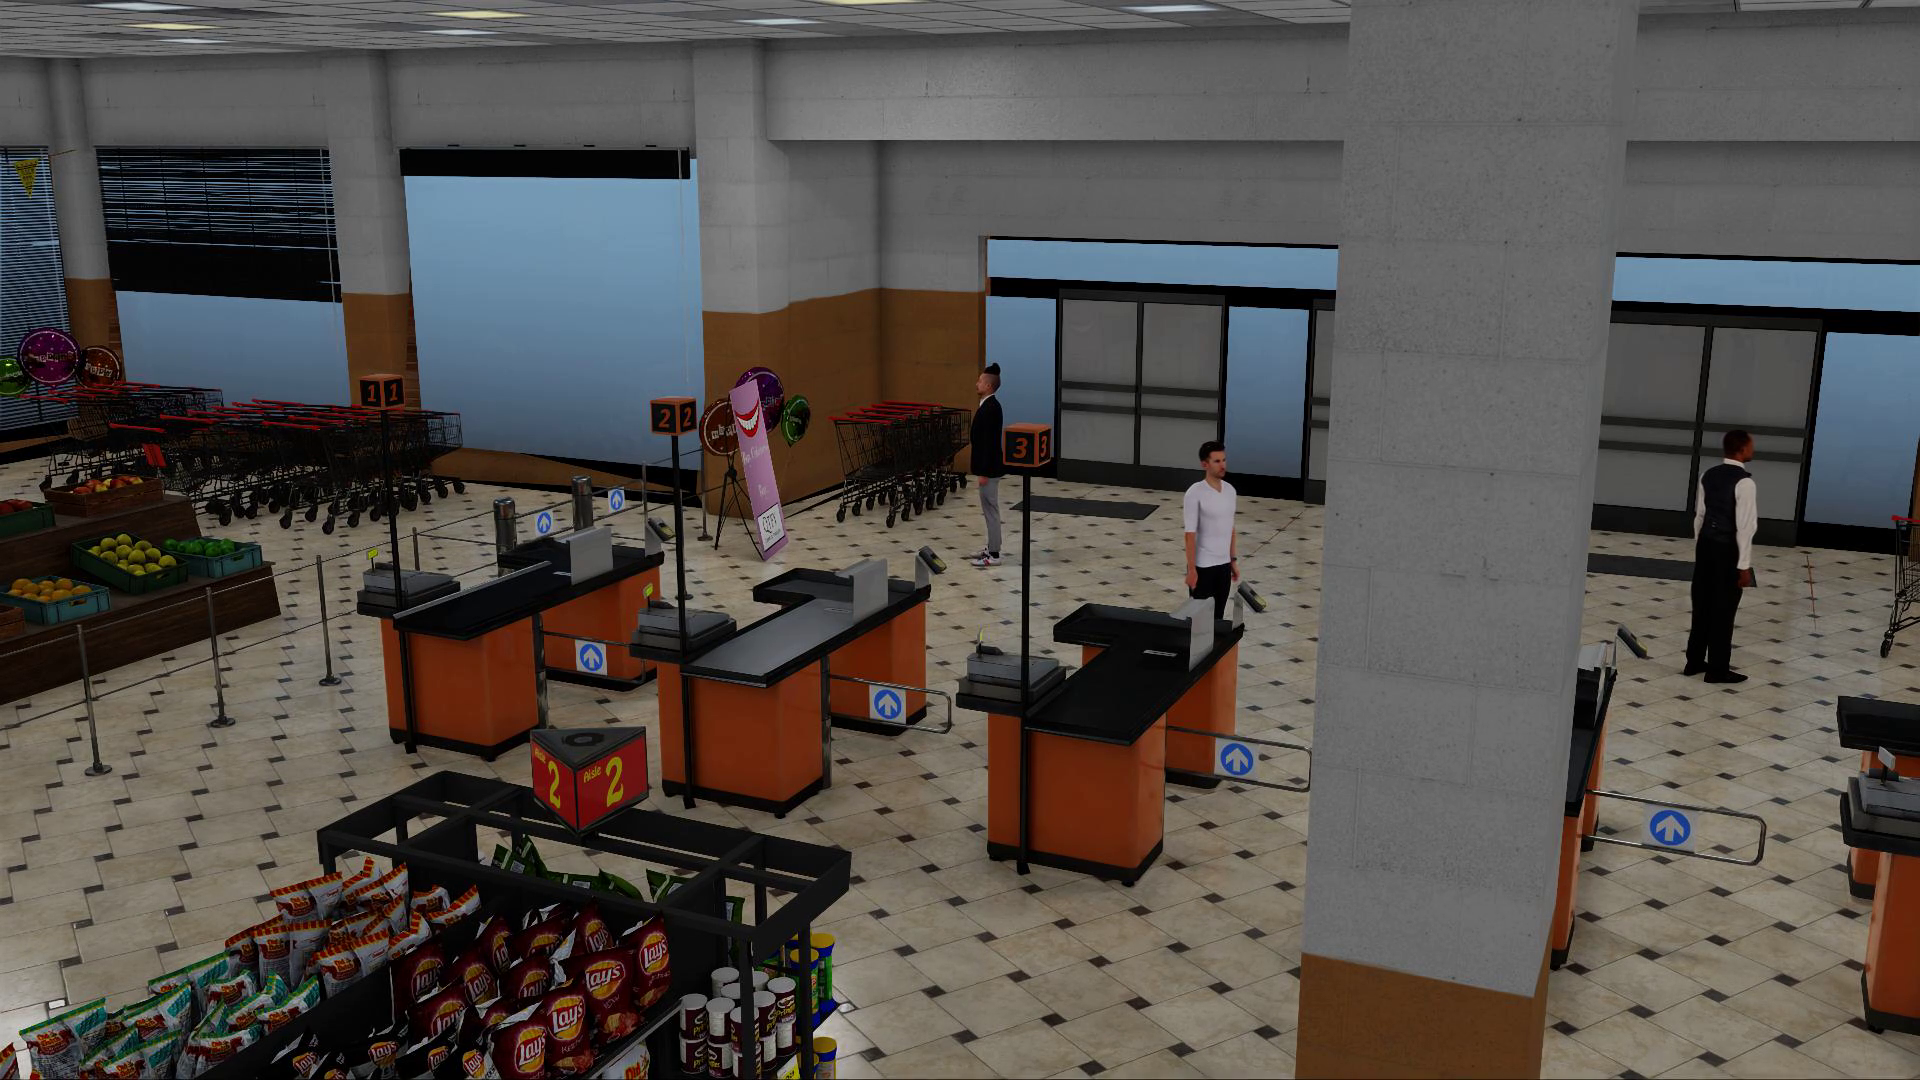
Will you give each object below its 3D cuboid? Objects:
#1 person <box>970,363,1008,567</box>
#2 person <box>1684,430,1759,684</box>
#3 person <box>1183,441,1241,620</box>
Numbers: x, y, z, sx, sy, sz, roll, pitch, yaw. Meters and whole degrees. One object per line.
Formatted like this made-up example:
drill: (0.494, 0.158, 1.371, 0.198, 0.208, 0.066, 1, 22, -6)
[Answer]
person: (0.281, -0.733, 15.984, 0.853, 1.950, 0.690, 0, 14, 2)
person: (5.758, 0.127, 12.573, 0.833, 1.887, 0.757, -4, 14, -17)
person: (1.867, 0.171, 12.467, 0.681, 1.851, 0.815, -10, 17, -36)
